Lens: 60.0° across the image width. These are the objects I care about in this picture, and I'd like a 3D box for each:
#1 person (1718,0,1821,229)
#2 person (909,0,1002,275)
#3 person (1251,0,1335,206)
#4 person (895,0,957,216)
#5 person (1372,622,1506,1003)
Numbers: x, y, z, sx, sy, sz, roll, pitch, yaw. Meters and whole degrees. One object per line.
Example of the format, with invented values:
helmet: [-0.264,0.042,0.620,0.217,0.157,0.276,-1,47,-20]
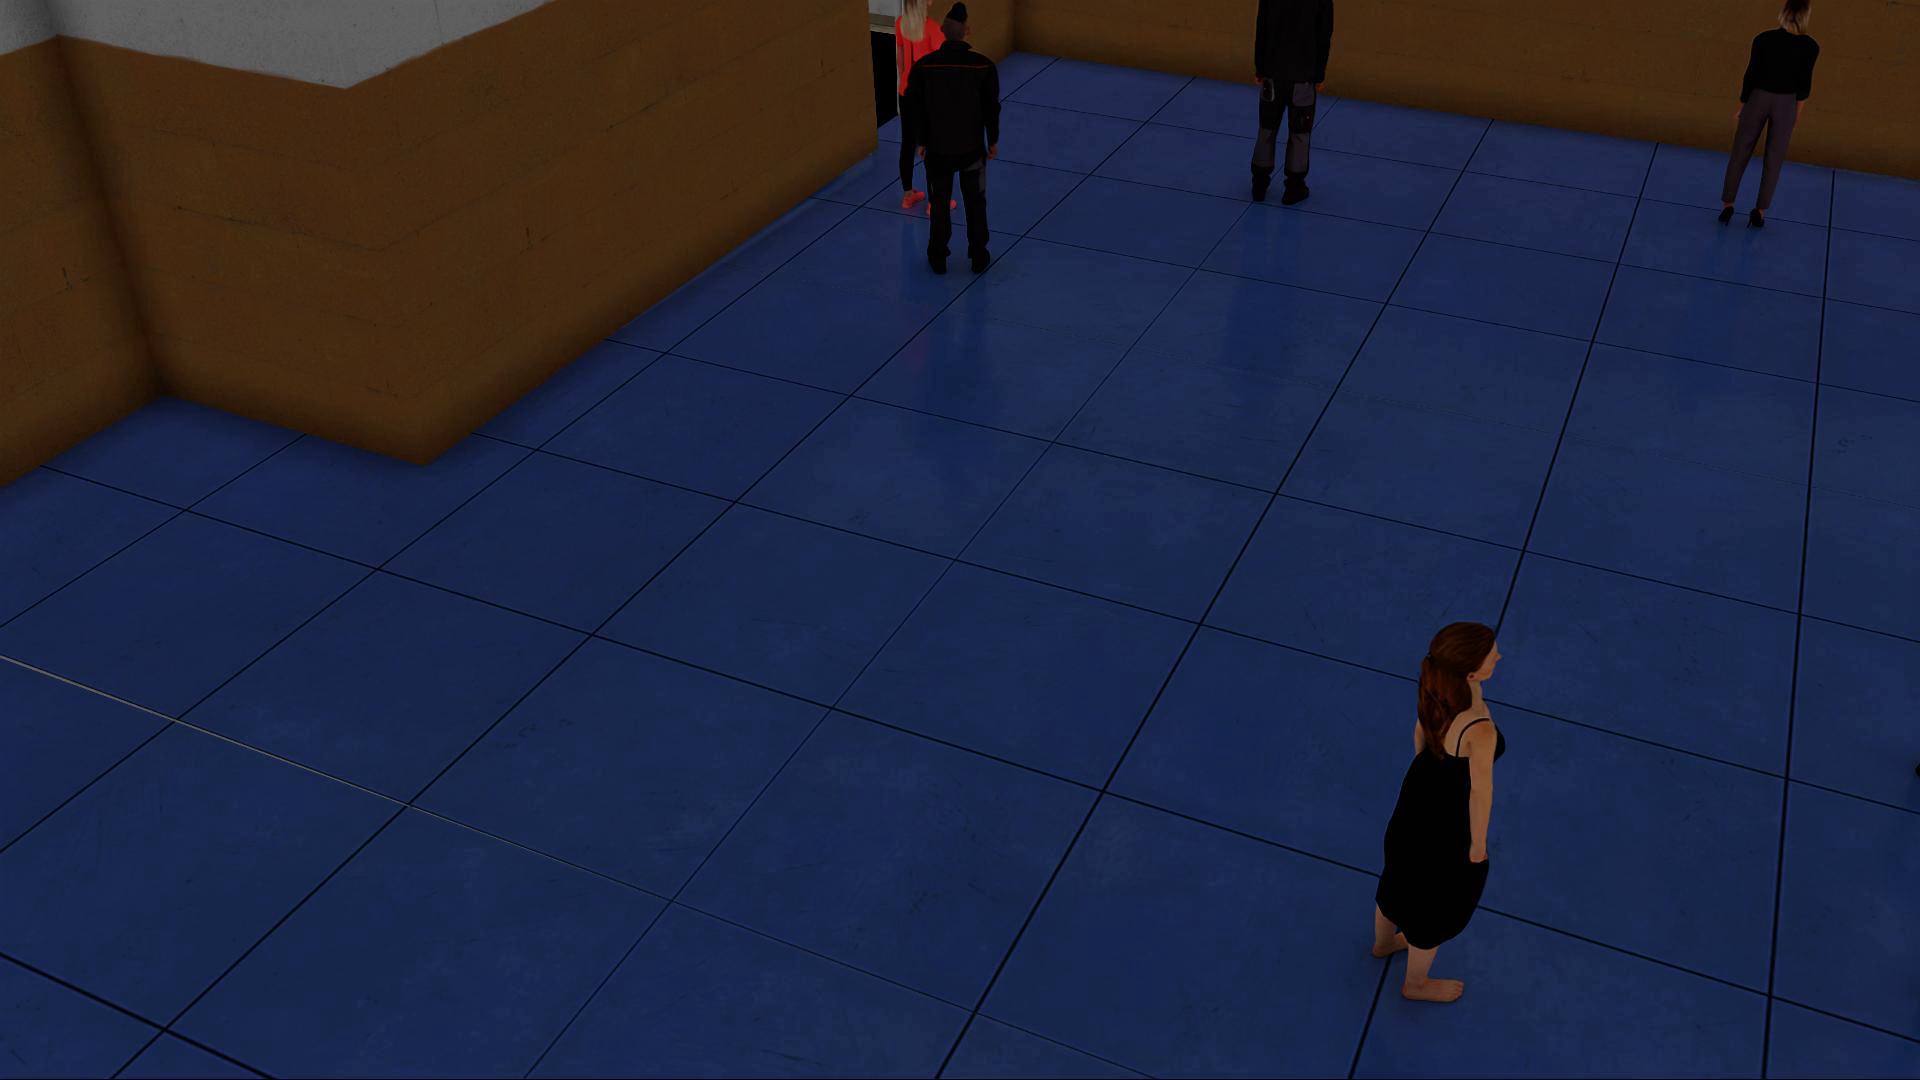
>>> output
person: [5.761,-3.037,11.850,0.477,1.672,0.665,17,37,24]
person: [-0.022,-2.685,11.129,0.729,1.861,0.908,1,34,2]
person: [2.419,-3.434,12.199,0.528,1.946,0.763,12,36,18]
person: [-0.285,-3.223,12.110,0.559,1.693,0.706,26,41,33]
person: [1.694,0.956,5.891,0.731,1.624,0.677,-9,35,-13]
